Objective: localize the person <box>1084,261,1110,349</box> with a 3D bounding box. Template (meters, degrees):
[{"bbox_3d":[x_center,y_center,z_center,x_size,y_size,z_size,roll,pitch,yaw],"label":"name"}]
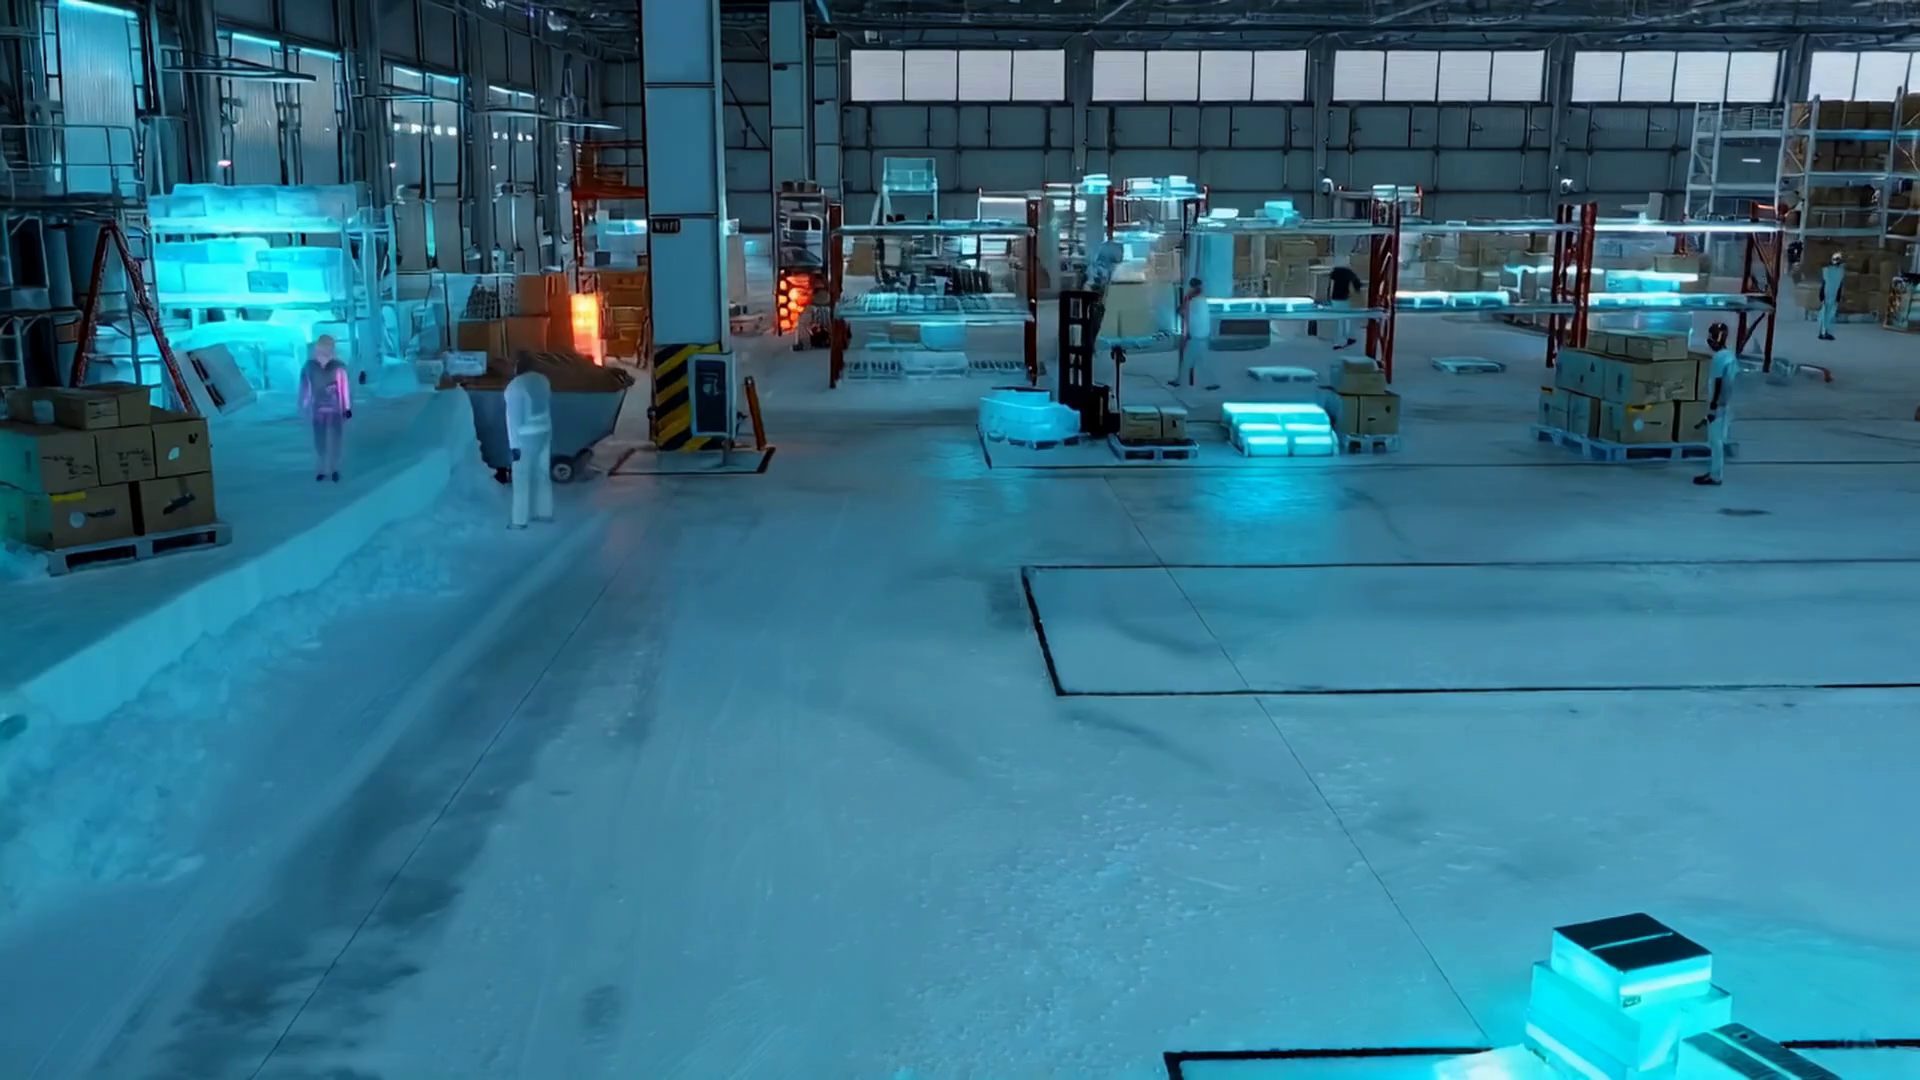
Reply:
[{"bbox_3d":[2.713,-4.627,33.018,0.535,1.827,0.655,0,12,0],"label":"person"}]

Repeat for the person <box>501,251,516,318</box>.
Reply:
[{"bbox_3d":[-11.099,-6.256,40.814,0.313,1.634,0.514,-9,15,-36],"label":"person"}]

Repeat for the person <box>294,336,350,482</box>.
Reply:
[{"bbox_3d":[-7.357,-1.505,19.198,0.597,1.701,0.480,-1,13,-6],"label":"person"}]

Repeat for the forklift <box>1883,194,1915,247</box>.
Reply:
[{"bbox_3d":[31.212,-10.075,55.211,1.129,2.768,1.873,0,12,-2],"label":"forklift"}]

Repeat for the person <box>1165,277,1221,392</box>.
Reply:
[{"bbox_3d":[3.847,-3.356,27.198,0.975,1.858,0.619,5,13,22],"label":"person"}]

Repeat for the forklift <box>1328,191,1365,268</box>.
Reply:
[{"bbox_3d":[14.597,-11.653,62.336,1.129,2.768,1.873,0,12,-2],"label":"forklift"}]

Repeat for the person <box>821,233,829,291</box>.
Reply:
[{"bbox_3d":[-3.535,-7.251,44.602,0.375,1.939,0.546,-6,14,-25],"label":"person"}]

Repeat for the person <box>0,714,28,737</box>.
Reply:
[{"bbox_3d":[-6.295,0.348,10.306,0.643,1.924,0.741,7,14,30],"label":"person"}]

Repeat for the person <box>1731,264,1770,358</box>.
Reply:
[{"bbox_3d":[15.180,-4.352,31.742,0.618,1.842,1.081,-5,13,-21],"label":"person"}]

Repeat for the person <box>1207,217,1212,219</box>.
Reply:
[{"bbox_3d":[9.195,-10.958,61.381,0.662,1.916,0.702,-2,13,-7],"label":"person"}]

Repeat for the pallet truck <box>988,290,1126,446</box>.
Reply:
[{"bbox_3d":[1.257,-2.299,22.111,1.885,1.965,0.823,-9,15,-35],"label":"pallet truck"}]

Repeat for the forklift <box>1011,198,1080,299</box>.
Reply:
[{"bbox_3d":[2.407,-8.199,46.741,1.873,2.768,1.129,0,12,-2],"label":"forklift"}]

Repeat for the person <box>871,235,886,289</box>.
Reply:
[{"bbox_3d":[-2.497,-8.661,51.155,0.435,1.865,0.635,-2,13,-11],"label":"person"}]

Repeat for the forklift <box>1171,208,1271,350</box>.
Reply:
[{"bbox_3d":[5.284,-5.263,33.483,1.873,2.768,1.129,0,12,-2],"label":"forklift"}]

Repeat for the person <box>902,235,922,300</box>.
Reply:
[{"bbox_3d":[-1.343,-7.583,46.255,0.546,1.889,1.022,7,14,28],"label":"person"}]

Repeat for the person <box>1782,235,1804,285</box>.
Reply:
[{"bbox_3d":[26.151,-8.772,52.230,0.726,1.613,0.527,-10,16,-38],"label":"person"}]

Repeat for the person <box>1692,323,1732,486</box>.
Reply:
[{"bbox_3d":[8.621,-1.539,19.007,0.328,1.861,0.503,5,13,21],"label":"person"}]

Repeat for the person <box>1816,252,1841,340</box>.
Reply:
[{"bbox_3d":[18.586,-5.203,35.511,0.520,1.873,0.333,-6,14,-27],"label":"person"}]

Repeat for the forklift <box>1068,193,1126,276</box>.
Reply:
[{"bbox_3d":[4.716,-10.448,56.892,1.873,2.768,1.129,0,12,-2],"label":"forklift"}]

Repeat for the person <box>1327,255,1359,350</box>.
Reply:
[{"bbox_3d":[7.842,-4.818,33.701,0.990,1.894,0.658,-10,16,-38],"label":"person"}]

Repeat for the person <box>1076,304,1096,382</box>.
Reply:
[{"bbox_3d":[1.812,-2.584,24.074,0.322,1.699,0.536,0,12,0],"label":"person"}]

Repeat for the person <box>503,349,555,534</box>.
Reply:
[{"bbox_3d":[-4.307,-0.988,16.596,0.436,1.829,0.634,6,14,26],"label":"person"}]

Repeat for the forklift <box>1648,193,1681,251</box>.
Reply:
[{"bbox_3d":[23.997,-10.607,57.611,1.873,2.768,1.129,4,13,18],"label":"forklift"}]
